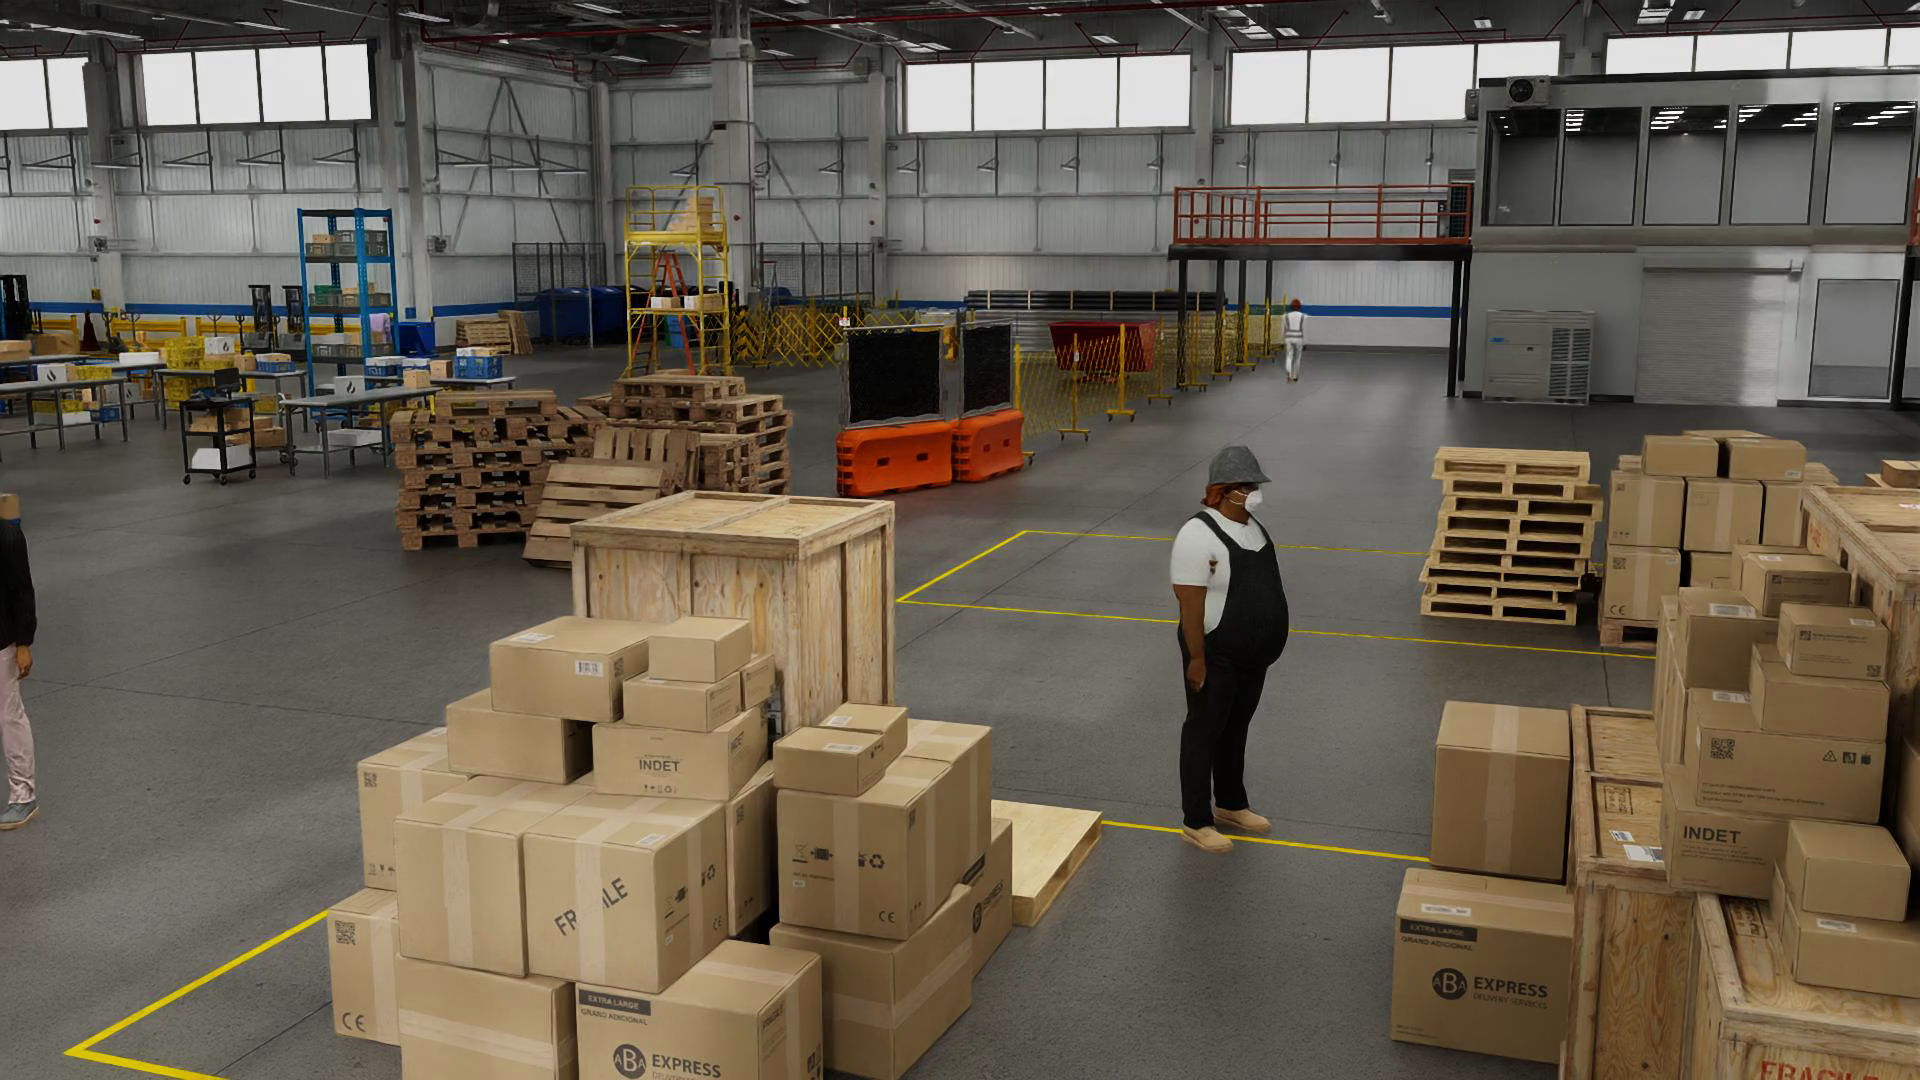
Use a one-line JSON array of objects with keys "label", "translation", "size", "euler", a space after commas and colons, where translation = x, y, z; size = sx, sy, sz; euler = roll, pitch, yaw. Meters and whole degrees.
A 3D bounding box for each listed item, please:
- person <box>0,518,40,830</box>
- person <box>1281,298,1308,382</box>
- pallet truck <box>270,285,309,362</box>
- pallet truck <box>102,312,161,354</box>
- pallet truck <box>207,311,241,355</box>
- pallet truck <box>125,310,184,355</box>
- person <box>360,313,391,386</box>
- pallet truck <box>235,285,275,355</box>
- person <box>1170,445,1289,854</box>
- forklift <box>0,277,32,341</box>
[{"label": "person", "translation": [-5.106, 0.525, 8.608], "size": [0.618, 1.993, 0.396], "euler": [1, 10, 5]}, {"label": "person", "translation": [7.363, -4.384, 36.641], "size": [0.576, 1.867, 0.636], "euler": [3, 11, 17]}, {"label": "pallet truck", "translation": [-17.147, -5.700, 43.663], "size": [0.823, 1.965, 1.885], "euler": [3, 11, 17]}, {"label": "pallet truck", "translation": [-23.057, -5.777, 46.261], "size": [0.680, 1.201, 1.601], "euler": [3, 11, 19]}, {"label": "pallet truck", "translation": [-19.537, -5.575, 44.913], "size": [0.653, 1.274, 1.630], "euler": [3, 11, 19]}, {"label": "pallet truck", "translation": [-22.038, -5.665, 45.457], "size": [0.704, 1.261, 1.522], "euler": [3, 11, 17]}, {"label": "person", "translation": [-11.803, -3.940, 33.610], "size": [0.608, 2.048, 0.365], "euler": [-8, 13, -37]}, {"label": "pallet truck", "translation": [-18.327, -5.835, 44.421], "size": [0.823, 1.965, 1.885], "euler": [4, 11, 23]}, {"label": "person", "translation": [1.397, 0.537, 8.417], "size": [0.535, 2.000, 0.674], "euler": [9, 13, 40]}, {"label": "forklift", "translation": [-27.151, -6.329, 46.328], "size": [1.157, 1.987, 2.680], "euler": [3, 11, 17]}]
